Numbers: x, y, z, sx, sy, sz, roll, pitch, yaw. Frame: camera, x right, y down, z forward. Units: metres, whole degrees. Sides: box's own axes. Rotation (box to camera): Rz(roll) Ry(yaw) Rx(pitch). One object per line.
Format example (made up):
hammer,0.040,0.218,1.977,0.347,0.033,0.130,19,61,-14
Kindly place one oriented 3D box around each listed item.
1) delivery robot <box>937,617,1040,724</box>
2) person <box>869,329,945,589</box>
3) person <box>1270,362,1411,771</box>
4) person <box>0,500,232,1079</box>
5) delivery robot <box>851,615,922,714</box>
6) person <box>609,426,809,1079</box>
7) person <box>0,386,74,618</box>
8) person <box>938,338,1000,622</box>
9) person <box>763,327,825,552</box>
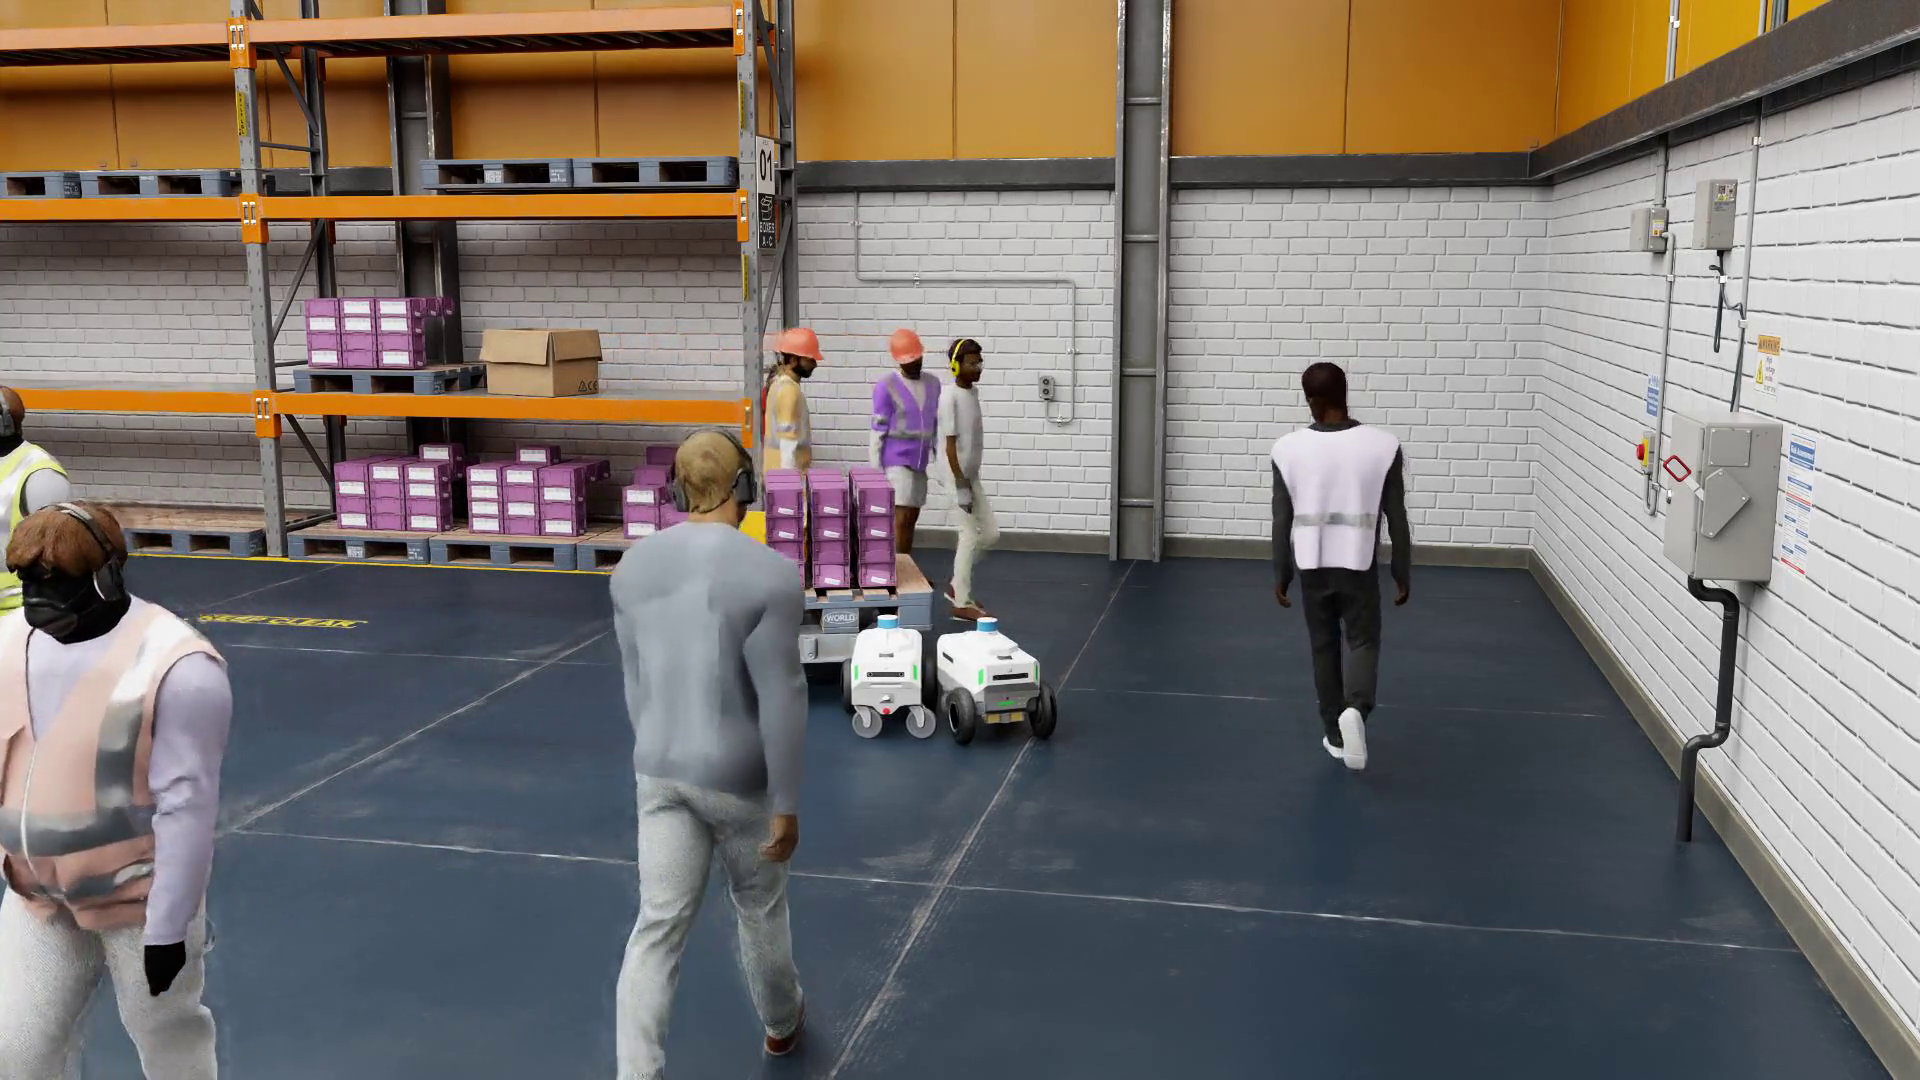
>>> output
delivery robot,0.134,0.630,8.297,0.477,0.478,0.707,-3,10,-18
person,-0.359,-0.518,11.539,0.651,1.882,0.722,-9,13,-44
person,1.734,0.132,7.613,0.657,1.874,0.738,2,10,14
person,-1.962,0.819,3.680,0.639,1.804,0.825,3,10,16
delivery robot,-0.363,0.620,8.355,0.477,0.478,0.707,0,9,-1
person,-0.677,0.648,4.507,0.643,1.888,0.961,4,10,23
person,-3.885,0.280,6.822,0.624,1.844,0.430,5,11,29
person,0.060,-0.379,10.773,0.382,1.846,0.534,4,10,24
person,-1.089,-0.419,10.797,0.454,1.914,0.562,-2,10,-11
